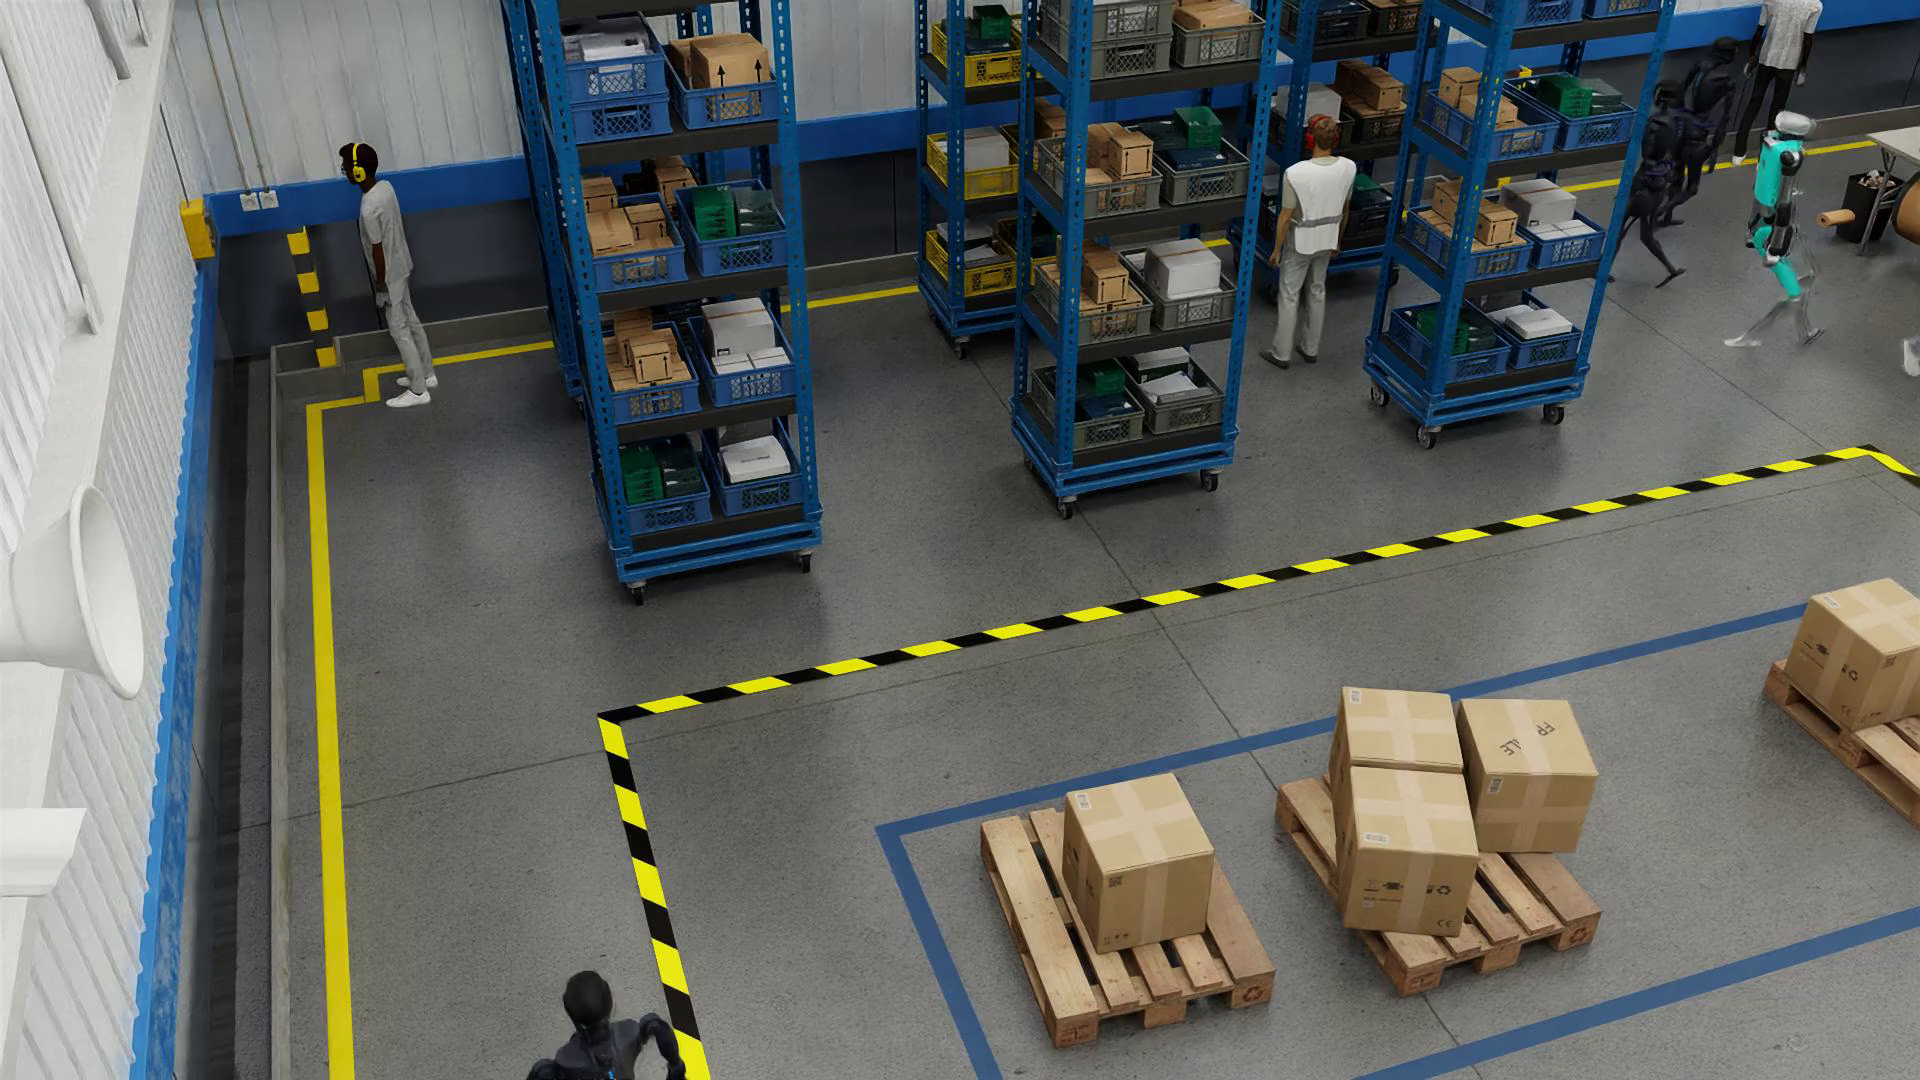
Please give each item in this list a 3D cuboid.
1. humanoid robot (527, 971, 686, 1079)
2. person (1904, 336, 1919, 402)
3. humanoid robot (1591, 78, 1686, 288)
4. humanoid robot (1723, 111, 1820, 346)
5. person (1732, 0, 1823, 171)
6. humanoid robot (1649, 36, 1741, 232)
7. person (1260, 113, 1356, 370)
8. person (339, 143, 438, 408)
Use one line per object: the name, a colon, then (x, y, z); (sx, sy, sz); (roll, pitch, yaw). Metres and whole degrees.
humanoid robot: (-1.217, 2.100, 5.881); (0.589, 1.624, 0.760); (-19, 39, -25)
person: (6.772, -1.729, 11.238); (0.504, 1.719, 0.660); (-6, 36, -8)
humanoid robot: (5.295, -2.689, 12.673); (0.722, 1.634, 0.601); (23, 41, 29)
humanoid robot: (5.979, -2.136, 11.883); (0.832, 1.865, 0.547); (2, 35, 2)
person: (7.166, -4.161, 14.581); (0.512, 1.858, 0.333); (26, 43, 32)
humanoid robot: (5.882, -3.281, 13.493); (0.491, 1.641, 0.615); (-12, 37, -17)
person: (2.446, -2.051, 11.609); (0.565, 1.832, 0.398); (-14, 38, -19)
person: (-3.847, -1.777, 11.196); (0.321, 1.864, 0.513); (-2, 35, -3)
